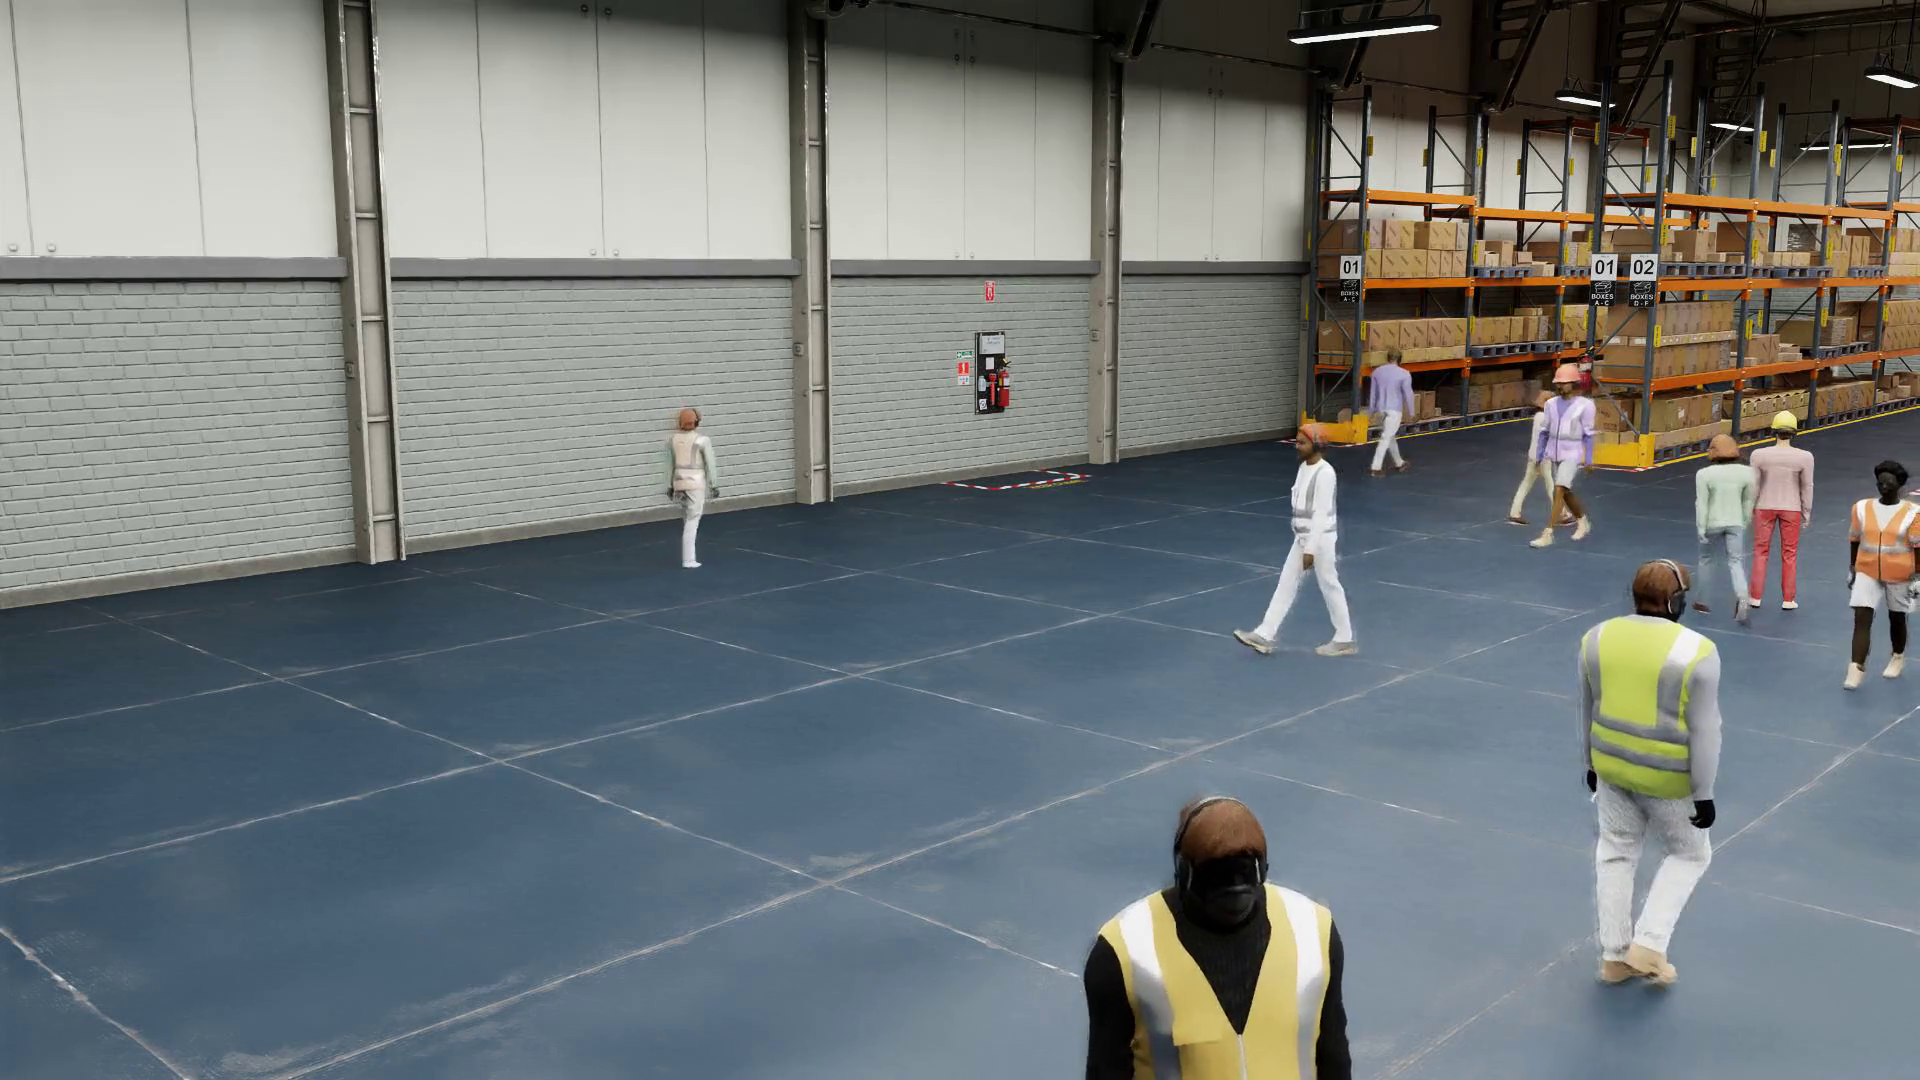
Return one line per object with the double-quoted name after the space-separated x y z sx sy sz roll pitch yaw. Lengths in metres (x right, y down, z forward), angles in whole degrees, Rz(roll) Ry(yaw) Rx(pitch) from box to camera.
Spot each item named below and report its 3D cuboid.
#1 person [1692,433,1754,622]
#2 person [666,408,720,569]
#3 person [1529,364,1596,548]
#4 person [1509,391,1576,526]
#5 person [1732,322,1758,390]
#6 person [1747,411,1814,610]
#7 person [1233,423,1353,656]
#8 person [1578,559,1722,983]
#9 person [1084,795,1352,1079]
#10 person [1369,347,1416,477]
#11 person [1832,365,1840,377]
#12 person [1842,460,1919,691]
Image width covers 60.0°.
6.591 -0.114 14.348 0.496 1.607 0.748 1 9 7 "person"
-2.690 -0.524 16.852 0.518 1.619 0.575 5 11 28 "person"
6.635 -0.930 18.173 1.043 2.000 0.625 -6 11 -31 "person"
6.875 -0.945 19.454 0.852 1.587 0.515 2 9 11 "person"
15.783 -3.425 33.454 0.362 1.963 0.611 -6 11 -33 "person"
7.266 -0.258 14.764 0.533 1.767 0.315 5 11 28 "person"
2.649 0.015 12.880 0.985 1.828 0.610 -2 9 -10 "person"
2.892 0.985 6.991 0.448 1.827 0.656 -7 11 -35 "person"
0.608 1.478 3.981 0.642 1.831 0.563 -1 9 -7 "person"
6.313 -1.866 24.206 1.040 1.880 0.655 -7 12 -38 "person"
21.666 -4.506 41.202 0.505 1.596 0.831 -1 9 -5 "person"
6.716 0.242 12.072 0.540 1.652 0.857 9 13 43 "person"
